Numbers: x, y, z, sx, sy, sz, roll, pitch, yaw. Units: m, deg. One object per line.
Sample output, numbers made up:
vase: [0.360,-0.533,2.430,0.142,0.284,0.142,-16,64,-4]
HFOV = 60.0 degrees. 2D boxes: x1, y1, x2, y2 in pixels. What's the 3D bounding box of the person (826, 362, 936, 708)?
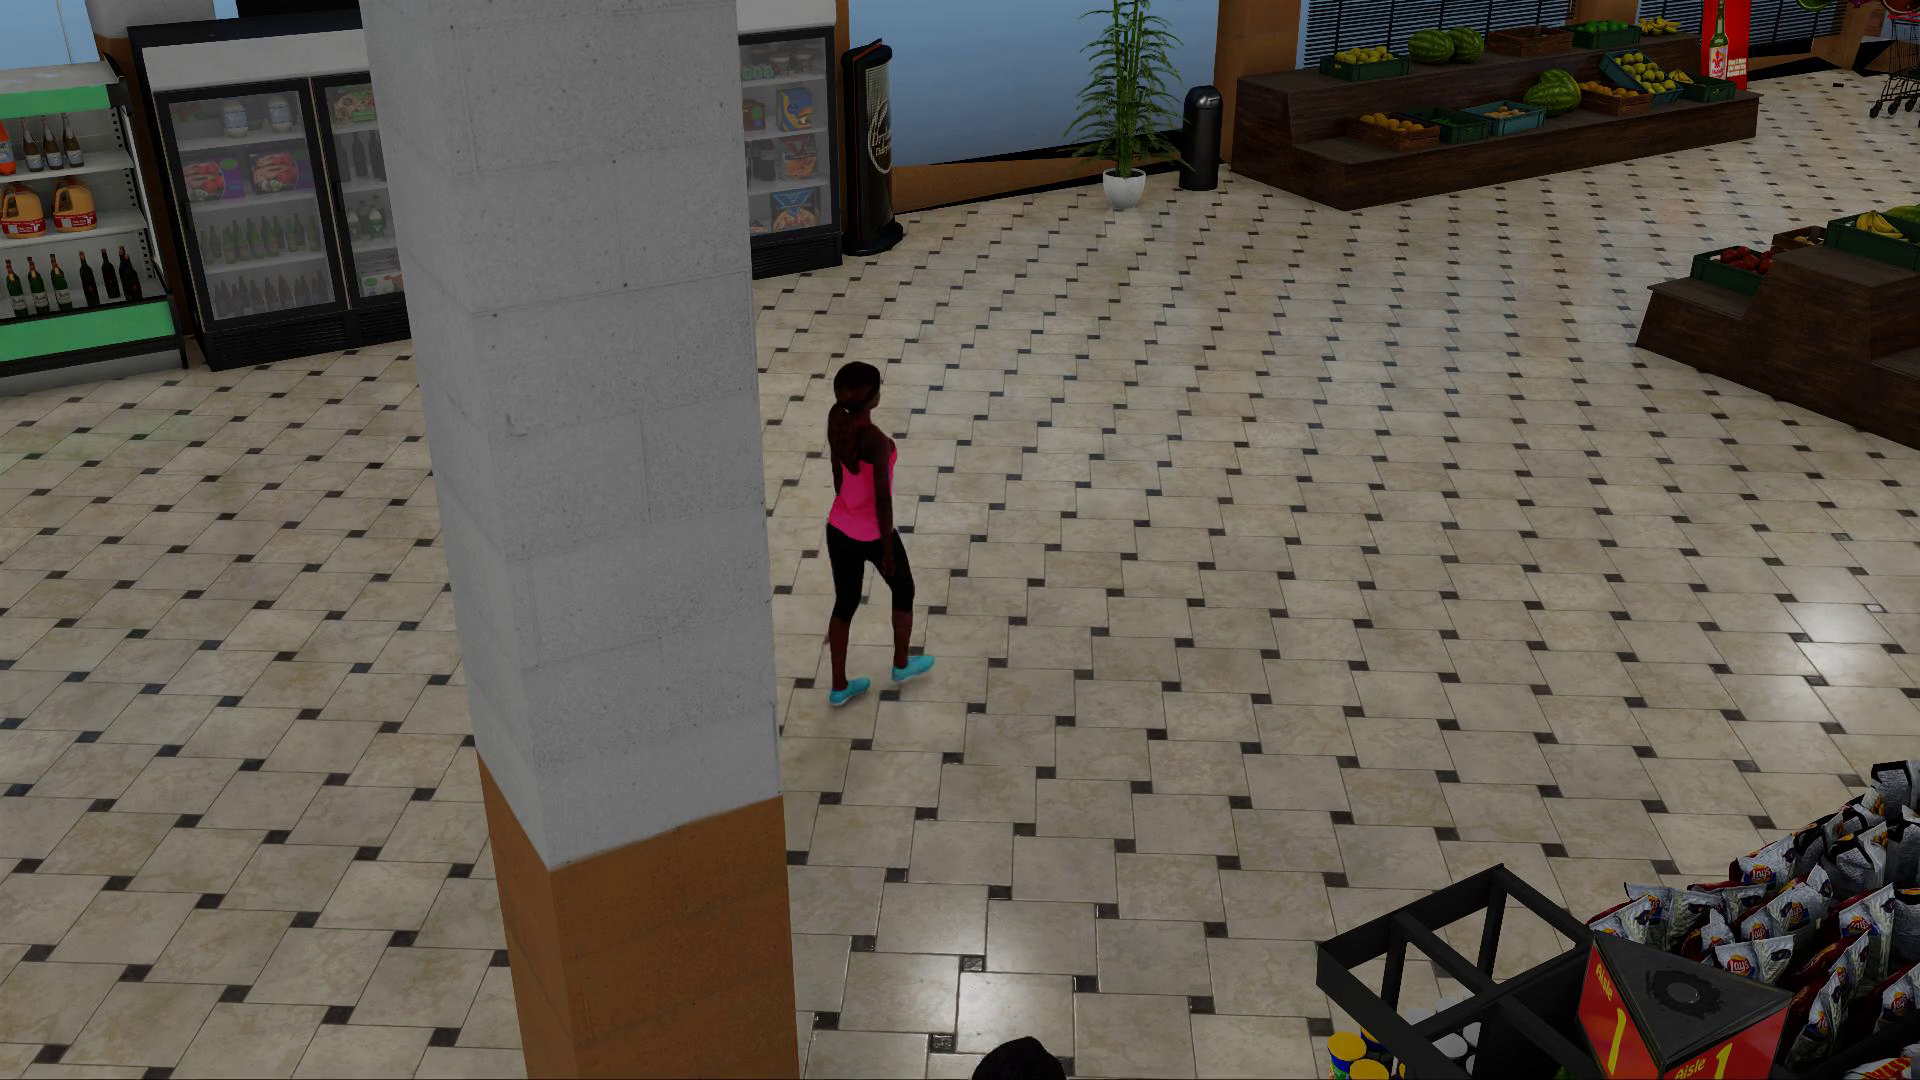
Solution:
person: [-0.522,0.020,7.746,0.745,1.704,0.896,22,34,36]
